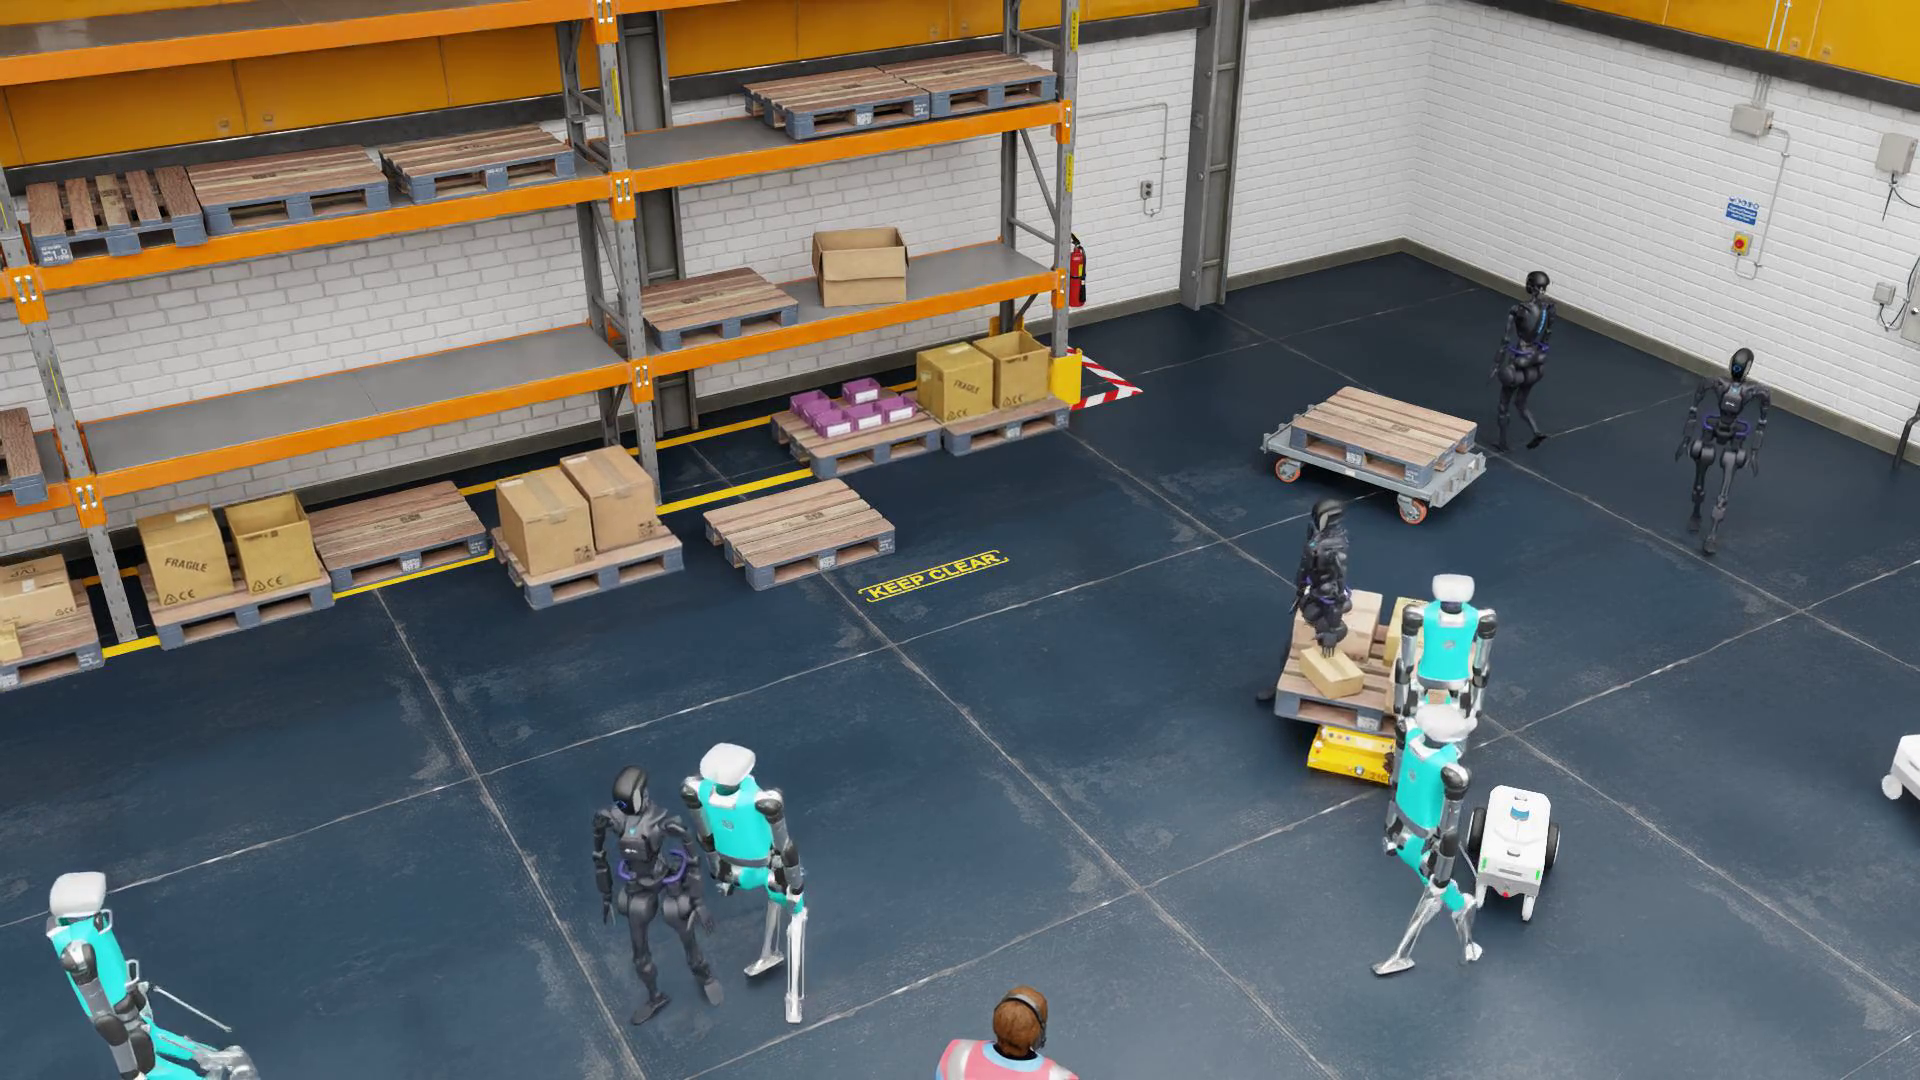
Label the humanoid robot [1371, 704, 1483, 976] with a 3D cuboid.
[{"bbox_3d":[2.614,1.608,8.721,0.794,1.866,0.545,-11,31,-18],"label":"humanoid robot"}]

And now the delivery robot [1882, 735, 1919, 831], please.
[{"bbox_3d":[5.973,1.514,10.013,0.499,0.604,0.808,-4,30,-8],"label":"delivery robot"}]

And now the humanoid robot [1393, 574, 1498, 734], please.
[{"bbox_3d":[2.811,0.904,9.907,0.548,1.808,0.703,4,30,7],"label":"humanoid robot"}]

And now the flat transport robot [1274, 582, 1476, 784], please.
[{"bbox_3d":[2.759,1.103,11.023,0.659,0.231,1.431,10,31,18],"label":"flat transport robot"}]

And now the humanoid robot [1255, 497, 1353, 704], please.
[{"bbox_3d":[2.326,0.449,10.783,0.596,1.651,0.583,-8,31,-14],"label":"humanoid robot"}]

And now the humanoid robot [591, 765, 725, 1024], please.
[{"bbox_3d":[-1.525,1.756,8.439,0.609,1.638,0.474,4,30,7],"label":"humanoid robot"}]

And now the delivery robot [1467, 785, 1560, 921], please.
[{"bbox_3d":[3.189,1.759,9.590,0.499,0.614,0.808,10,31,18],"label":"delivery robot"}]

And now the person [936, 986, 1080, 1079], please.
[{"bbox_3d":[0.216,2.566,6.851,0.628,1.835,0.431,10,31,18],"label":"person"}]

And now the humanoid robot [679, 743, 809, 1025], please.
[{"bbox_3d":[-0.997,1.643,8.569,0.547,1.747,0.850,9,31,16],"label":"humanoid robot"}]

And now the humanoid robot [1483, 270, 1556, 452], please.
[{"bbox_3d":[4.823,-1.495,14.196,0.587,1.645,0.445,-14,32,-23],"label":"humanoid robot"}]

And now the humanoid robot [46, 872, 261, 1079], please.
[{"bbox_3d":[-3.520,2.202,7.640,0.875,1.830,0.547,-13,32,-22],"label":"humanoid robot"}]

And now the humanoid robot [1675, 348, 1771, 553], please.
[{"bbox_3d":[5.869,-0.721,12.839,0.613,1.629,0.711,15,33,24],"label":"humanoid robot"}]
